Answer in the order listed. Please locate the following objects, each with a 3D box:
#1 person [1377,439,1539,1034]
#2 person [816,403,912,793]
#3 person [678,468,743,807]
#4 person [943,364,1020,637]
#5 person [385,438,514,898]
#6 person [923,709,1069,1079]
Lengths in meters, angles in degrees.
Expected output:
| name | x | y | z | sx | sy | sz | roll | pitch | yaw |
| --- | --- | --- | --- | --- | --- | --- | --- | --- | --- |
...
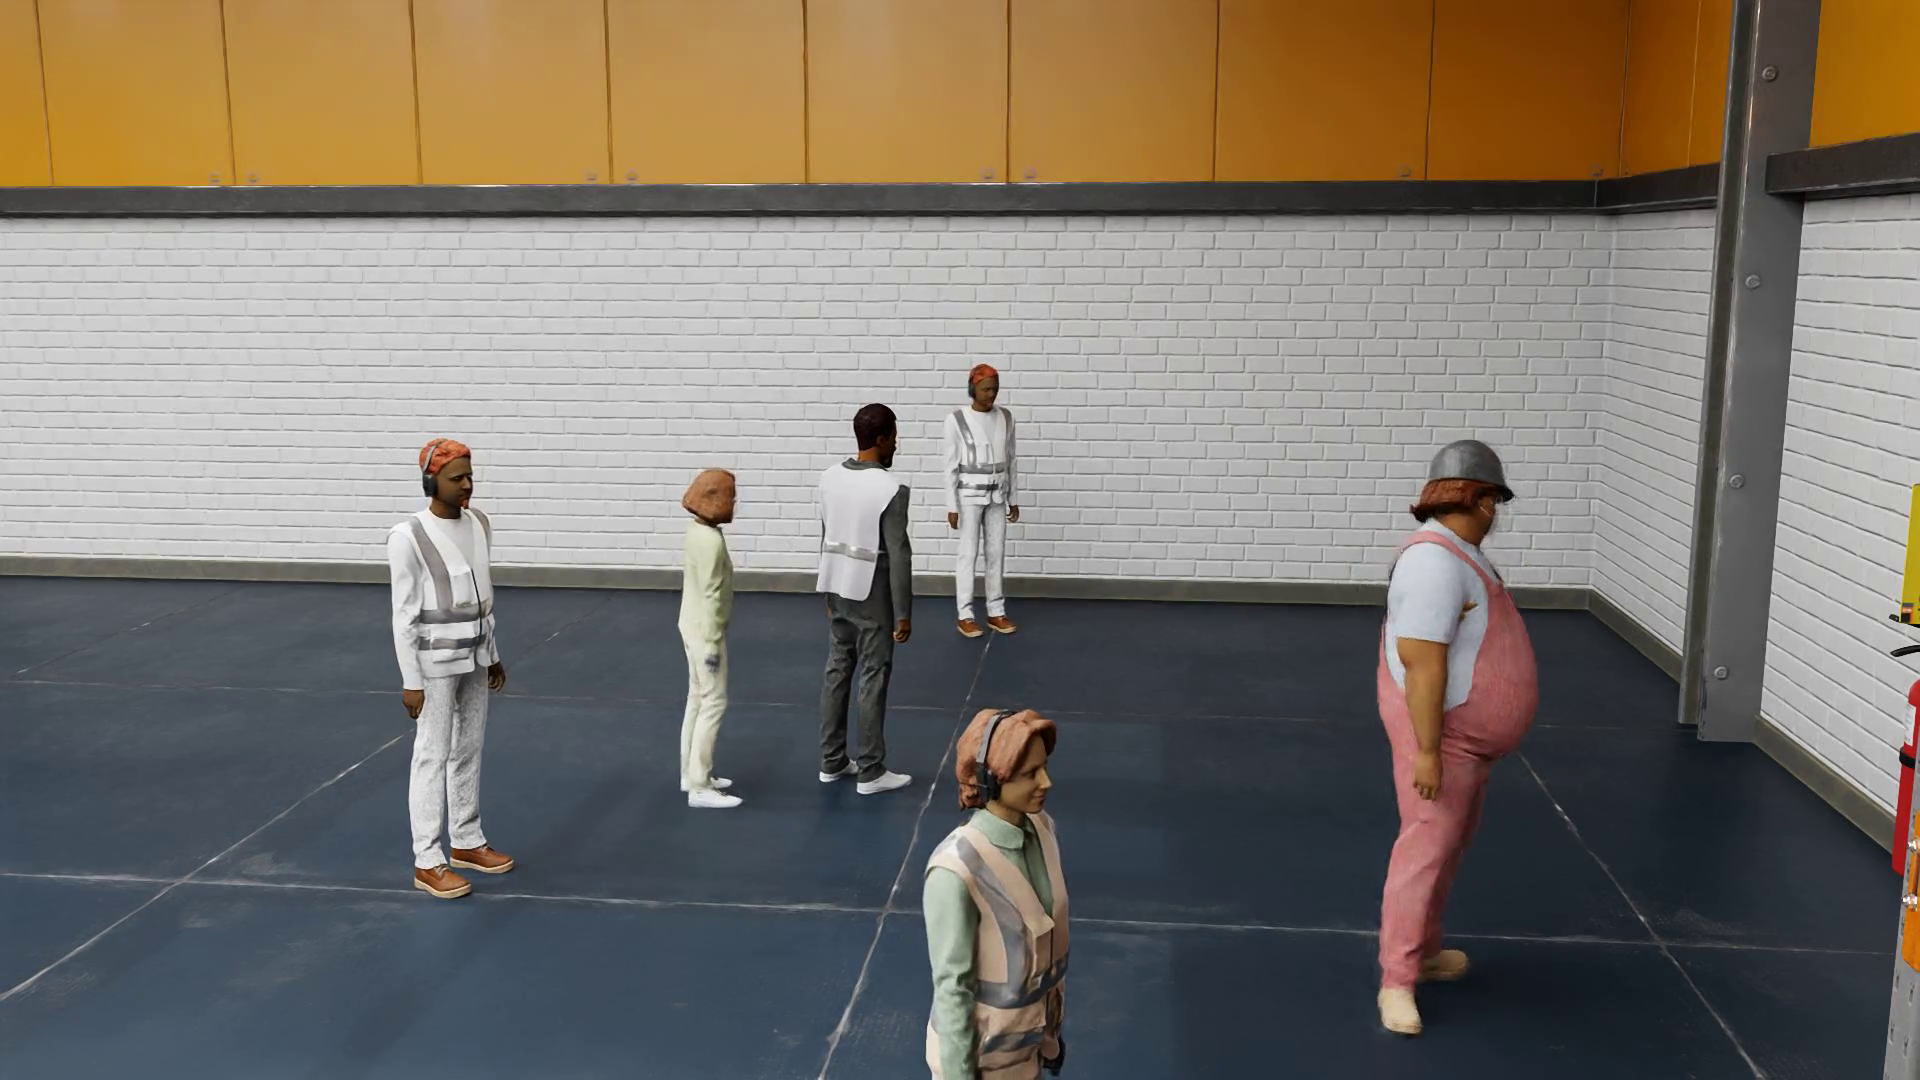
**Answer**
| name | x | y | z | sx | sy | sz | roll | pitch | yaw |
| --- | --- | --- | --- | --- | --- | --- | --- | --- | --- |
| person | 1.714 | 0.637 | 5.767 | 0.534 | 2.000 | 0.835 | 4 | 11 | 22 |
| person | -0.477 | 0.286 | 8.172 | 0.593 | 1.909 | 0.408 | 10 | 14 | 44 |
| person | -1.196 | 0.461 | 7.985 | 0.303 | 1.623 | 0.518 | -3 | 10 | -17 |
| person | 0.151 | -0.270 | 11.434 | 0.585 | 1.879 | 0.371 | -6 | 12 | -32 |
| person | -2.109 | 0.517 | 6.901 | 0.337 | 1.882 | 0.584 | 4 | 11 | 22 |
| person | 0.085 | 1.180 | 3.797 | 0.312 | 1.642 | 0.512 | 5 | 11 | 27 |
